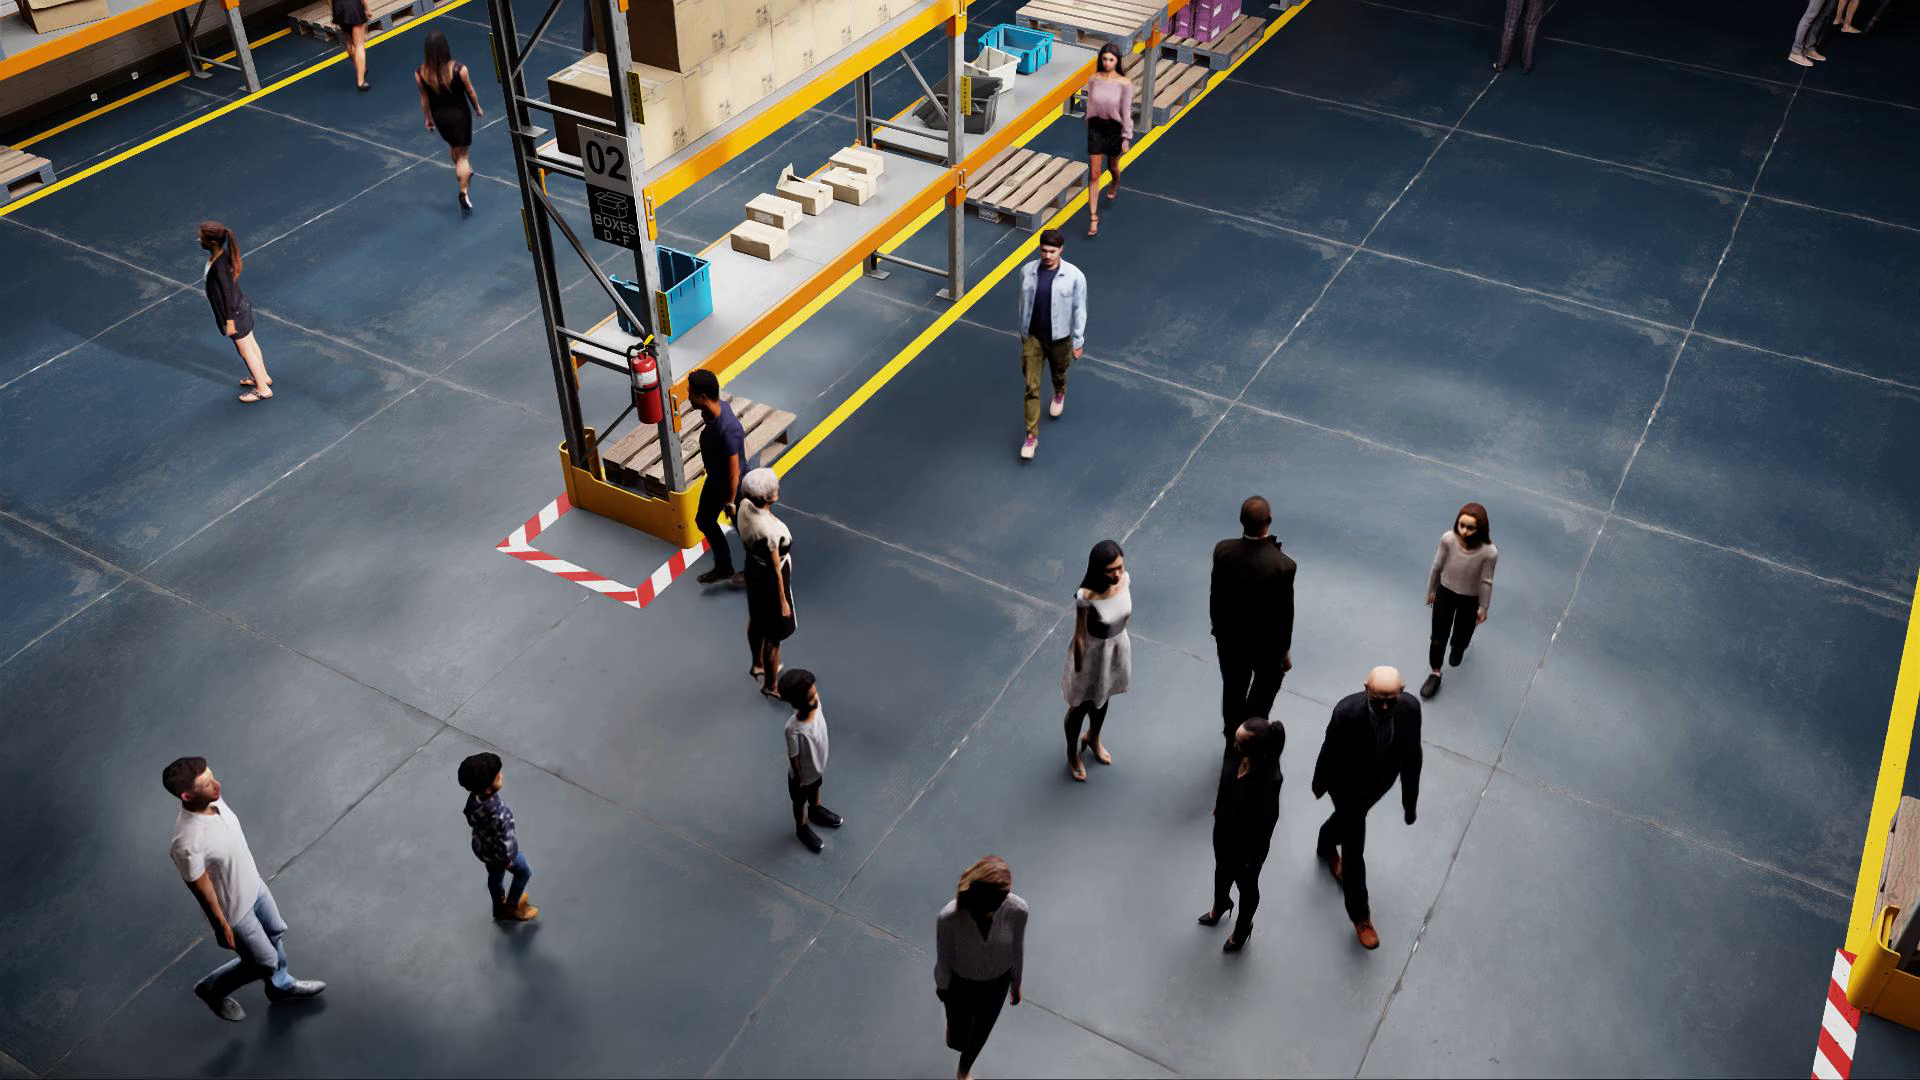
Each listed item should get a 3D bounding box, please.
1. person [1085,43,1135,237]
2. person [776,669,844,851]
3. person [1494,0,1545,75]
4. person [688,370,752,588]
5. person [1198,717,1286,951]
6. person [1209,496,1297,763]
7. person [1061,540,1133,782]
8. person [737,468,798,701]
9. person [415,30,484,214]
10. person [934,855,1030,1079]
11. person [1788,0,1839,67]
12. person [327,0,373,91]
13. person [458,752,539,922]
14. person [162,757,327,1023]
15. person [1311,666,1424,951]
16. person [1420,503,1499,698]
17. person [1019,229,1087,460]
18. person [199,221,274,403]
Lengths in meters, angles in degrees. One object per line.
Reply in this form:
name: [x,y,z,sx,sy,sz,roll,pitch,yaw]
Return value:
person: [1.395,-3.778,15.505,0.776,1.773,1.170,12,40,14]
person: [-0.892,1.237,9.631,0.543,1.265,0.444,19,42,22]
person: [6.252,-6.076,18.304,0.719,1.871,0.651,8,39,9]
person: [-1.484,-0.408,11.296,0.854,1.759,0.807,-22,44,-25]
person: [1.504,1.555,8.876,0.649,1.712,0.636,-17,42,-20]
person: [1.679,0.617,9.914,0.728,1.882,0.668,21,43,24]
person: [0.826,0.710,9.885,0.696,1.773,0.802,-27,46,-29]
person: [-1.229,0.285,10.434,0.708,1.751,0.689,-17,42,-20]
person: [-4.810,-3.919,15.766,0.974,1.667,1.157,0,39,0]
person: [0.088,2.094,8.156,0.831,1.767,0.906,-4,39,-4]
person: [9.701,-6.283,18.513,0.687,1.932,0.794,-19,42,-22]
person: [-6.639,-5.718,18.022,0.812,1.663,0.980,1,39,1]
person: [-2.596,1.663,9.116,0.569,1.242,0.562,-27,46,-30]
person: [-3.781,1.811,8.445,0.961,1.848,0.925,-2,39,-2]
person: [2.197,1.275,9.190,1.094,1.756,1.171,-8,39,-10]
person: [3.196,0.337,10.591,0.545,1.474,0.712,20,43,24]
person: [0.699,-1.587,12.763,0.902,1.770,1.255,10,40,12]
person: [-5.782,-1.841,13.253,0.701,1.556,0.642,-10,40,-12]
